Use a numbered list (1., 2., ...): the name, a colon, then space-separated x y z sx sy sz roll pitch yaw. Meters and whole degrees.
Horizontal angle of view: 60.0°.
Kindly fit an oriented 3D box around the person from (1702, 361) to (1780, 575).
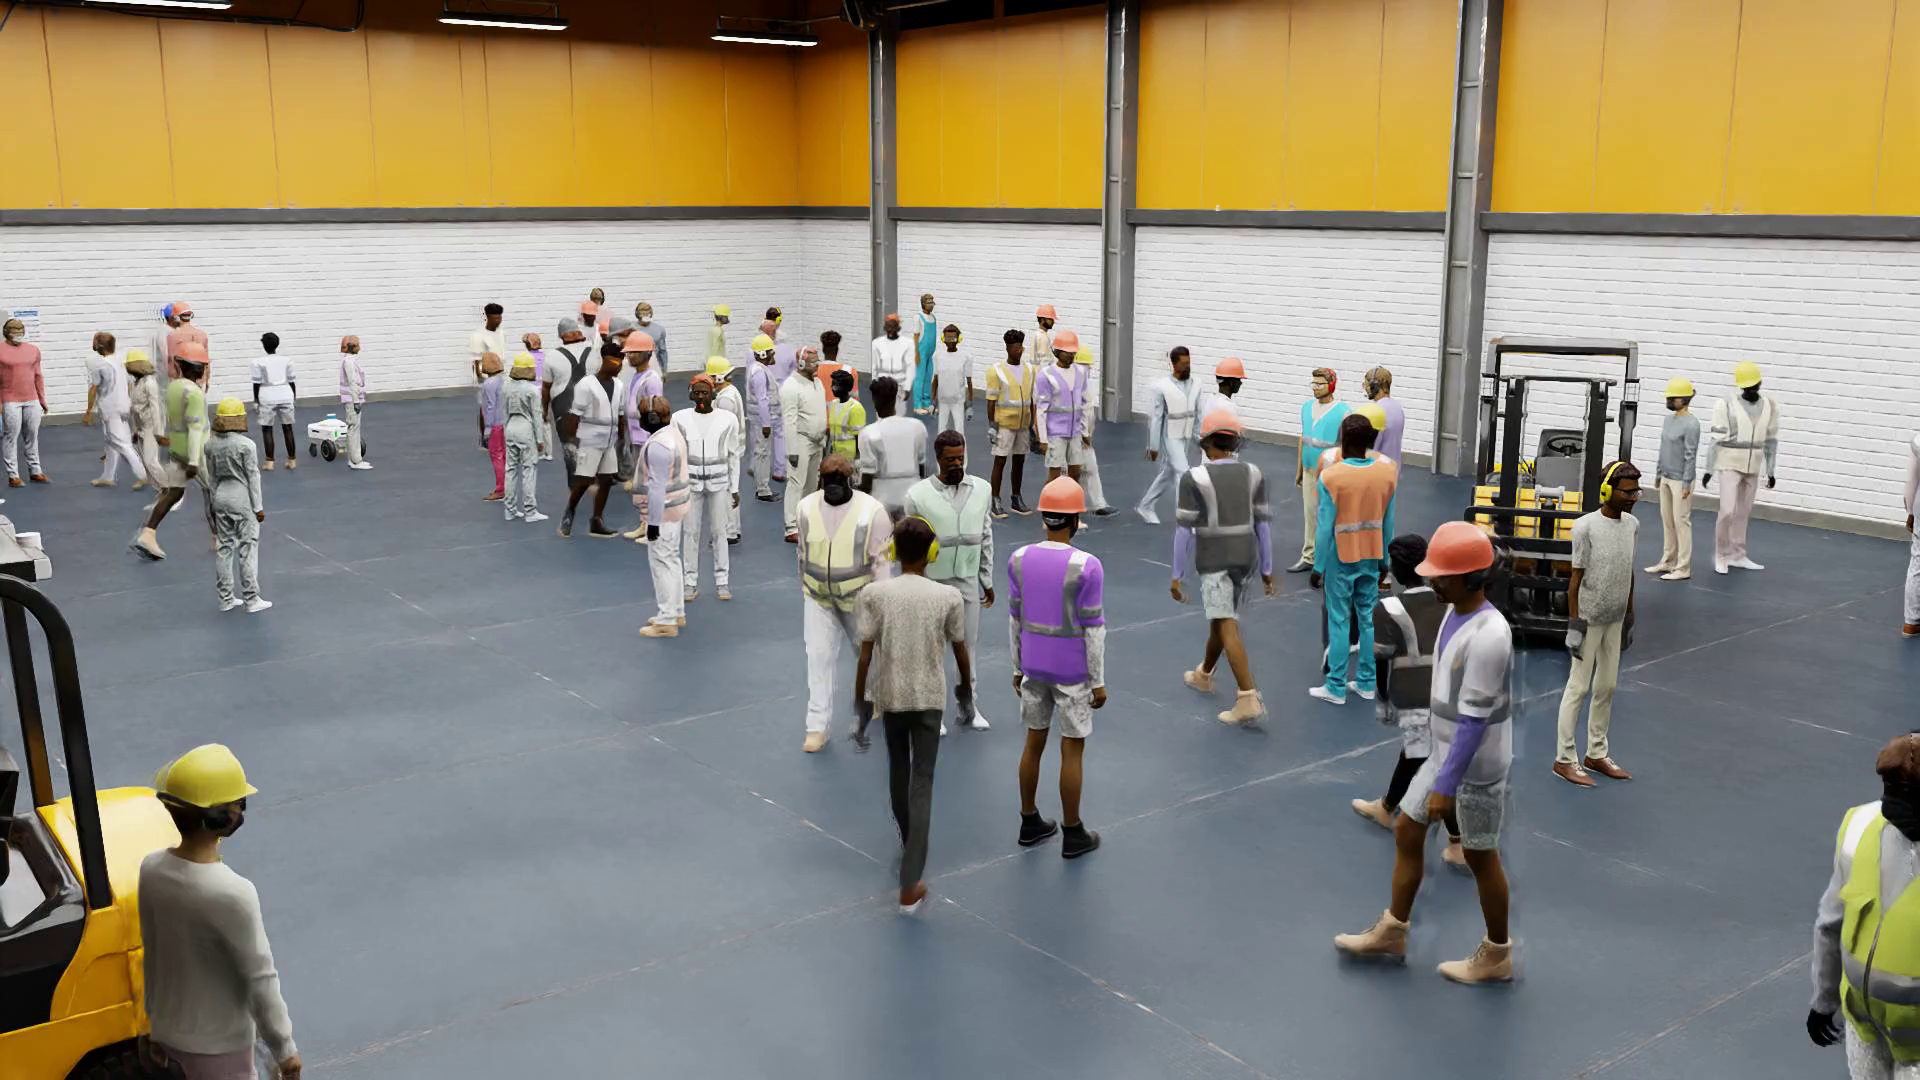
1. person: 6.859 -0.632 14.639 0.693 1.891 0.451 -2 12 -9

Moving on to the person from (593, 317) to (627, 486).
1. person: -4.026 -1.608 19.270 0.403 1.937 0.547 11 16 43

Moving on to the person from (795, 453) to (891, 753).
1. person: -0.704 0.330 10.261 0.643 1.796 0.969 3 12 13

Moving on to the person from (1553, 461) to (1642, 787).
1. person: 3.635 0.471 9.413 0.509 1.860 0.334 -6 13 -26

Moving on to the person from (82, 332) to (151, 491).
1. person: -9.566 -1.459 18.858 0.924 1.808 0.511 3 12 15

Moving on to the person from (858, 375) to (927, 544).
1. person: -0.488 -0.315 13.006 0.622 1.937 0.754 -6 13 -26

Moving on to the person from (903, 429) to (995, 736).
1. person: -0.072 0.258 10.325 0.595 1.912 0.400 -6 13 -26

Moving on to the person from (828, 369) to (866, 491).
1. person: -1.077 -0.800 15.975 0.326 1.686 0.546 -9 15 -37

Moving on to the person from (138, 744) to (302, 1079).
1. person: -2.271 1.465 4.910 0.522 1.724 0.871 8 14 34

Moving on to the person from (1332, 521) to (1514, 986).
1. person: 1.967 0.911 6.922 0.878 2.006 0.619 0 12 1

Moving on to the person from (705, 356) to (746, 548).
1. person: -2.241 -0.842 15.846 0.403 1.818 0.606 -1 12 -4

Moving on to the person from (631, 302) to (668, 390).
1. person: -4.200 -2.216 22.220 0.634 1.930 0.384 -7 14 -32

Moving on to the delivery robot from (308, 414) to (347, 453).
1. delivery robot: -7.994 -1.362 21.192 0.707 0.478 0.477 9 15 39

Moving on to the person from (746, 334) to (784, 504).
1. person: -2.117 -1.318 18.099 0.403 1.837 0.590 -2 12 -10

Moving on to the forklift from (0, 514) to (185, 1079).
1. forklift: -3.687 1.115 5.480 2.313 2.155 1.214 -9 15 -36

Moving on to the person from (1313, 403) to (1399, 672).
1. person: 2.770 -0.025 11.765 0.590 1.881 0.964 4 12 18

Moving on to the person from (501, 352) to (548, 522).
1. person: -4.484 -1.061 17.114 0.488 1.736 0.366 6 13 27

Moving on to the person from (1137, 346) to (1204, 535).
1. person: 2.120 -1.020 16.603 0.587 1.871 1.011 -11 16 -41

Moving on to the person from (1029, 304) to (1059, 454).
1. person: 1.080 -2.078 21.535 0.376 1.933 0.545 -2 12 -7

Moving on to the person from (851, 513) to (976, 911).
1. person: -0.205 0.774 8.036 0.533 1.810 0.983 2 12 10

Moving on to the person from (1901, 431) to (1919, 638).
1. person: 7.333 -0.188 12.369 0.389 1.949 0.603 -7 14 -31

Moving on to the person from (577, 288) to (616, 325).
1. person: -5.477 -2.857 25.282 0.627 1.940 0.372 3 12 13

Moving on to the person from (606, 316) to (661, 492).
1. person: -3.650 -1.481 18.389 0.754 2.000 0.559 5 13 23

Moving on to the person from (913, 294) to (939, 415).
1. person: -0.522 -2.840 25.425 0.327 1.843 0.516 8 14 35

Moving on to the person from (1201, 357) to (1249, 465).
1. person: 2.321 -0.641 14.602 0.387 1.930 0.544 -3 12 -12

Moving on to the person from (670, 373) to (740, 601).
1. person: -2.100 -0.431 13.704 0.573 1.883 0.356 -1 12 -6

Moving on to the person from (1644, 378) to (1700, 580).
1. person: 6.225 -0.534 14.508 0.326 1.762 0.526 -1 12 -4

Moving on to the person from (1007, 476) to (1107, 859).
1. person: 0.502 0.639 8.433 0.547 1.929 0.388 9 15 36

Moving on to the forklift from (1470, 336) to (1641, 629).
1. forklift: 4.683 -0.471 13.136 1.214 2.155 2.313 4 12 20

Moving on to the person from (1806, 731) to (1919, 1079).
1. person: 2.779 1.429 4.852 0.435 1.824 0.645 -4 12 -17
